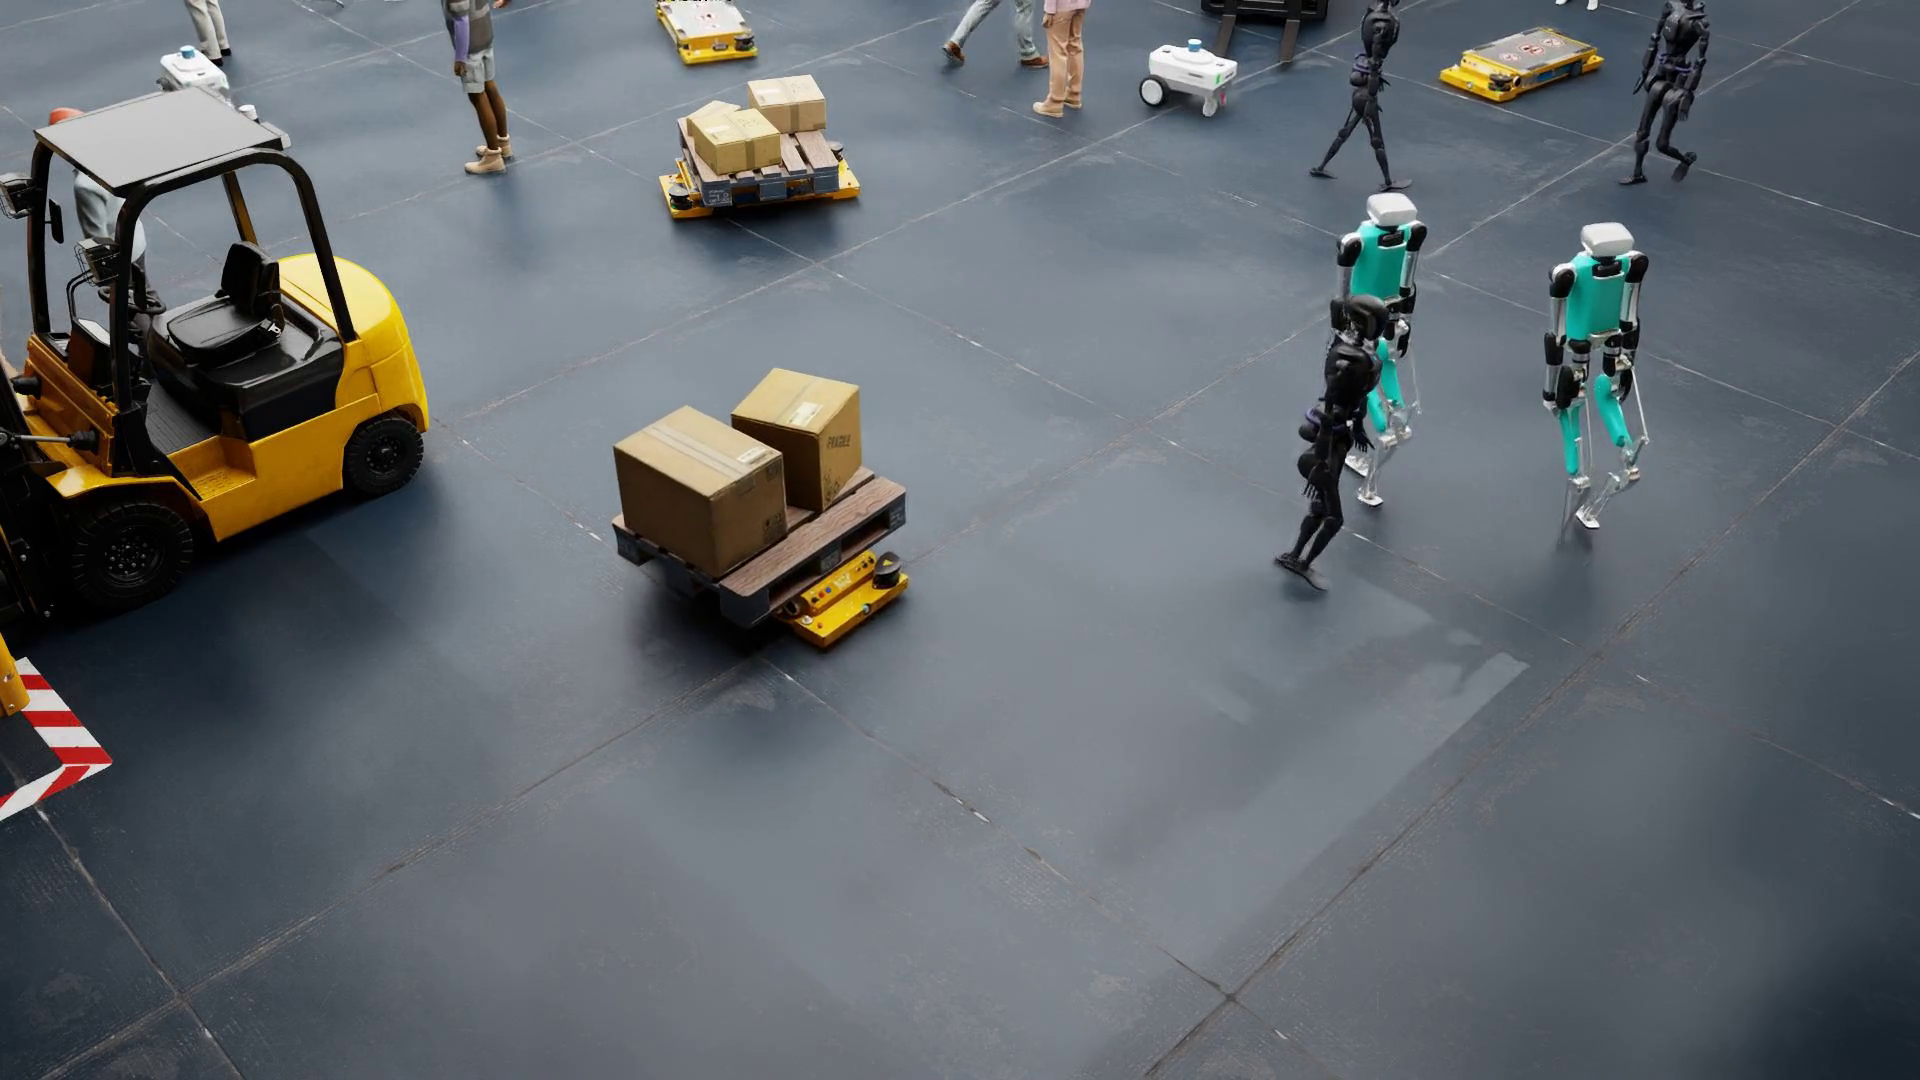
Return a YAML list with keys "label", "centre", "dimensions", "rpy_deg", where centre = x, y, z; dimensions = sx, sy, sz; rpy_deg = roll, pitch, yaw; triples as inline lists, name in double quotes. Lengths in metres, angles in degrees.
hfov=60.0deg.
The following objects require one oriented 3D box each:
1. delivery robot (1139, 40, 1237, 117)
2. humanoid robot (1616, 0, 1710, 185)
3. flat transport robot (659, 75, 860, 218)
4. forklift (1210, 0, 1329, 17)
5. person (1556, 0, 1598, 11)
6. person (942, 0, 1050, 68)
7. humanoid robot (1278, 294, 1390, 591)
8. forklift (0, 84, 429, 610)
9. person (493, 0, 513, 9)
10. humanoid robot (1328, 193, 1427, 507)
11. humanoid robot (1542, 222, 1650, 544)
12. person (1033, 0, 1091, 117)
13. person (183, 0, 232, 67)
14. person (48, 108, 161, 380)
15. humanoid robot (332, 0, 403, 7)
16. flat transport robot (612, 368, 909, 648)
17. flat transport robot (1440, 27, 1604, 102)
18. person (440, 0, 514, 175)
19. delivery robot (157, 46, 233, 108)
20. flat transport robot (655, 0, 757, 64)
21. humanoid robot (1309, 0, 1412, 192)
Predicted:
- label: "delivery robot"
  centre: [1.933, -3.912, 13.994]
  dimensions: [0.766, 0.594, 0.520]
  rpy_deg: [24, 43, 29]
- label: "humanoid robot"
  centre: [5.365, -3.440, 12.432]
  dimensions: [0.530, 1.637, 0.610]
  rpy_deg: [-12, 38, -15]
- label: "flat transport robot"
  centre: [-1.532, -2.740, 12.664]
  dimensions: [1.431, 0.231, 0.659]
  rpy_deg: [-10, 38, -13]
- label: "forklift"
  centre: [3.106, -6.400, 15.960]
  dimensions: [1.214, 2.155, 2.313]
  rpy_deg: [8, 37, 10]
- label: "person"
  centre: [6.022, -5.847, 15.677]
  dimensions: [0.524, 1.638, 0.305]
  rpy_deg: [20, 41, 25]
- label: "person"
  centre: [0.338, -4.938, 14.265]
  dimensions: [0.943, 1.892, 0.682]
  rpy_deg: [-6, 37, -8]
- label: "humanoid robot"
  centre: [1.918, -0.505, 8.505]
  dimensions: [0.421, 1.646, 0.594]
  rpy_deg: [20, 41, 25]
- label: "forklift"
  centre: [-4.145, -1.093, 8.856]
  dimensions: [2.313, 2.155, 1.214]
  rpy_deg: [-31, 47, -34]
- label: "person"
  centre: [-4.402, -6.021, 15.760]
  dimensions: [0.516, 1.830, 0.575]
  rpy_deg: [9, 38, 12]
- label: "humanoid robot"
  centre: [2.337, -0.948, 9.056]
  dimensions: [0.535, 1.810, 0.694]
  rpy_deg: [-16, 39, -20]
- label: "humanoid robot"
  centre: [3.374, -0.679, 8.773]
  dimensions: [0.569, 1.891, 0.776]
  rpy_deg: [-9, 38, -12]
- label: "person"
  centre: [0.880, -4.350, 13.564]
  dimensions: [0.417, 1.774, 0.536]
  rpy_deg: [24, 43, 29]
- label: "person"
  centre: [-6.727, -5.013, 14.443]
  dimensions: [0.384, 1.781, 0.551]
  rpy_deg: [-1, 37, -1]
- label: "person"
  centre: [-5.187, -1.804, 10.182]
  dimensions: [0.351, 1.740, 0.571]
  rpy_deg: [-4, 37, -5]
- label: "humanoid robot"
  centre: [-5.787, -5.845, 15.637]
  dimensions: [1.001, 1.775, 0.539]
  rpy_deg: [-18, 40, -23]
- label: "flat transport robot"
  centre: [-1.030, 0.068, 8.906]
  dimensions: [1.431, 0.231, 0.659]
  rpy_deg: [27, 44, 31]
- label: "flat transport robot"
  centre: [4.945, -4.181, 14.593]
  dimensions: [1.431, 0.231, 0.659]
  rpy_deg: [-24, 43, -29]
- label: "person"
  centre: [-3.721, -3.778, 12.574]
  dimensions: [0.374, 2.041, 0.614]
  rpy_deg: [3, 37, 4]
- label: "delivery robot"
  centre: [-6.379, -3.817, 13.880]
  dimensions: [0.499, 0.611, 0.792]
  rpy_deg: [-25, 43, -29]
- label: "flat transport robot"
  centre: [-2.360, -4.747, 15.352]
  dimensions: [0.659, 0.231, 1.431]
  rpy_deg: [-12, 38, -15]
- label: "humanoid robot"
  centre: [3.106, -3.428, 12.451]
  dimensions: [0.787, 1.622, 0.601]
  rpy_deg: [9, 38, 12]
